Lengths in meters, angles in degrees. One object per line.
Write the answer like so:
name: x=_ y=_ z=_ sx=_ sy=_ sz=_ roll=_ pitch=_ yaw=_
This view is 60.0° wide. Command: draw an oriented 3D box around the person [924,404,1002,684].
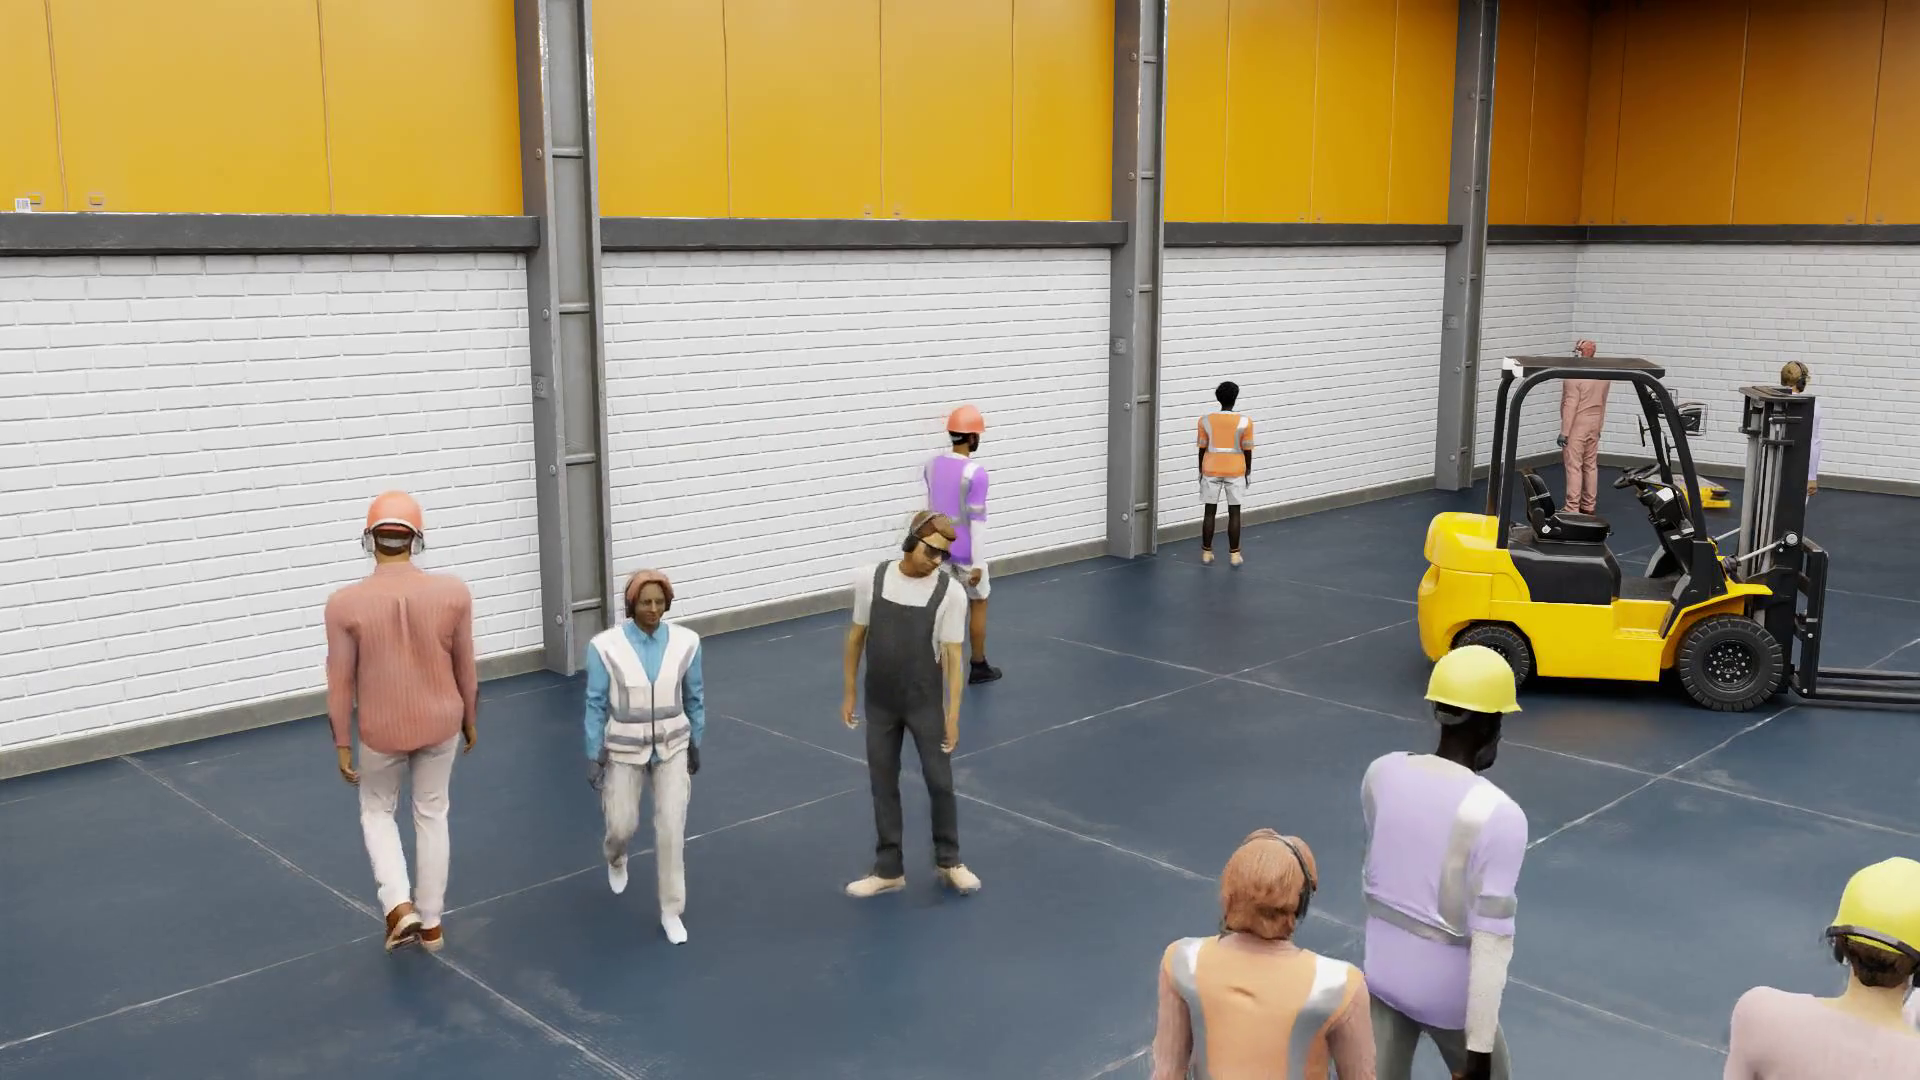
person: x=-0.065 y=0.065 z=10.948 sx=0.546 sy=1.916 sz=0.842 roll=9 pitch=13 yaw=39

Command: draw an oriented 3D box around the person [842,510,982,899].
person: x=-0.215 y=0.748 z=7.524 sx=0.647 sy=1.807 sz=0.356 roll=3 pitch=11 yaw=15

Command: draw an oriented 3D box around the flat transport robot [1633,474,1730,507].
flat transport robot: x=8.199 y=-0.578 z=18.928 sx=0.652 sy=0.197 sz=1.431 roll=1 pitch=10 yaw=7

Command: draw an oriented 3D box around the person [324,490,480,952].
person: x=-2.304 y=0.775 z=6.937 sx=0.619 sy=1.964 sz=0.482 roll=-5 pitch=12 yaw=-27

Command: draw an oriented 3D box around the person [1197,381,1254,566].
person: x=2.423 y=-0.608 z=15.221 sx=0.530 sy=1.689 sz=0.320 roll=3 pitch=11 yaw=17

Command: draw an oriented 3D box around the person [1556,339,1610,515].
person: x=6.612 y=-1.185 z=17.770 sx=0.653 sy=1.906 sz=0.405 roll=-7 pitch=12 yaw=-33

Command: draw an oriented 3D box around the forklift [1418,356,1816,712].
forklift: x=4.276 y=-0.101 z=11.076 sx=2.313 sy=2.155 sz=1.214 roll=2 pitch=11 yaw=13

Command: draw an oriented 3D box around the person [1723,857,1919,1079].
person: x=1.818 y=1.512 z=3.460 sx=0.441 sy=1.752 sz=0.546 roll=-10 pitch=14 yaw=-44

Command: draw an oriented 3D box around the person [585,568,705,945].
person: x=-1.381 y=0.892 z=7.202 sx=0.538 sy=1.624 sz=0.596 roll=-5 pitch=11 yaw=-24

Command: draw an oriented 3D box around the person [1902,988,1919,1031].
person: x=3.536 y=1.079 z=5.379 sx=1.055 sy=1.942 sz=0.610 roll=4 pitch=11 yaw=19

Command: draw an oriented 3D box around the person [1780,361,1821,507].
person: x=7.113 y=-0.573 z=14.346 sx=0.370 sy=1.940 sz=0.627 roll=-5 pitch=12 yaw=-27

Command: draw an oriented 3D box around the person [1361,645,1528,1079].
person: x=1.424 y=1.220 z=4.728 sx=0.967 sy=1.873 sz=0.586 roll=-7 pitch=12 yaw=-33

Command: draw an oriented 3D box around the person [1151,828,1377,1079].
person: x=0.751 y=1.480 z=4.032 sx=0.518 sy=1.618 sz=0.603 roll=6 pitch=12 yaw=30

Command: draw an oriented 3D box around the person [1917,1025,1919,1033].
person: x=2.986 y=1.211 z=4.756 sx=0.994 sy=1.897 sz=0.597 roll=0 pitch=10 yaw=-2
